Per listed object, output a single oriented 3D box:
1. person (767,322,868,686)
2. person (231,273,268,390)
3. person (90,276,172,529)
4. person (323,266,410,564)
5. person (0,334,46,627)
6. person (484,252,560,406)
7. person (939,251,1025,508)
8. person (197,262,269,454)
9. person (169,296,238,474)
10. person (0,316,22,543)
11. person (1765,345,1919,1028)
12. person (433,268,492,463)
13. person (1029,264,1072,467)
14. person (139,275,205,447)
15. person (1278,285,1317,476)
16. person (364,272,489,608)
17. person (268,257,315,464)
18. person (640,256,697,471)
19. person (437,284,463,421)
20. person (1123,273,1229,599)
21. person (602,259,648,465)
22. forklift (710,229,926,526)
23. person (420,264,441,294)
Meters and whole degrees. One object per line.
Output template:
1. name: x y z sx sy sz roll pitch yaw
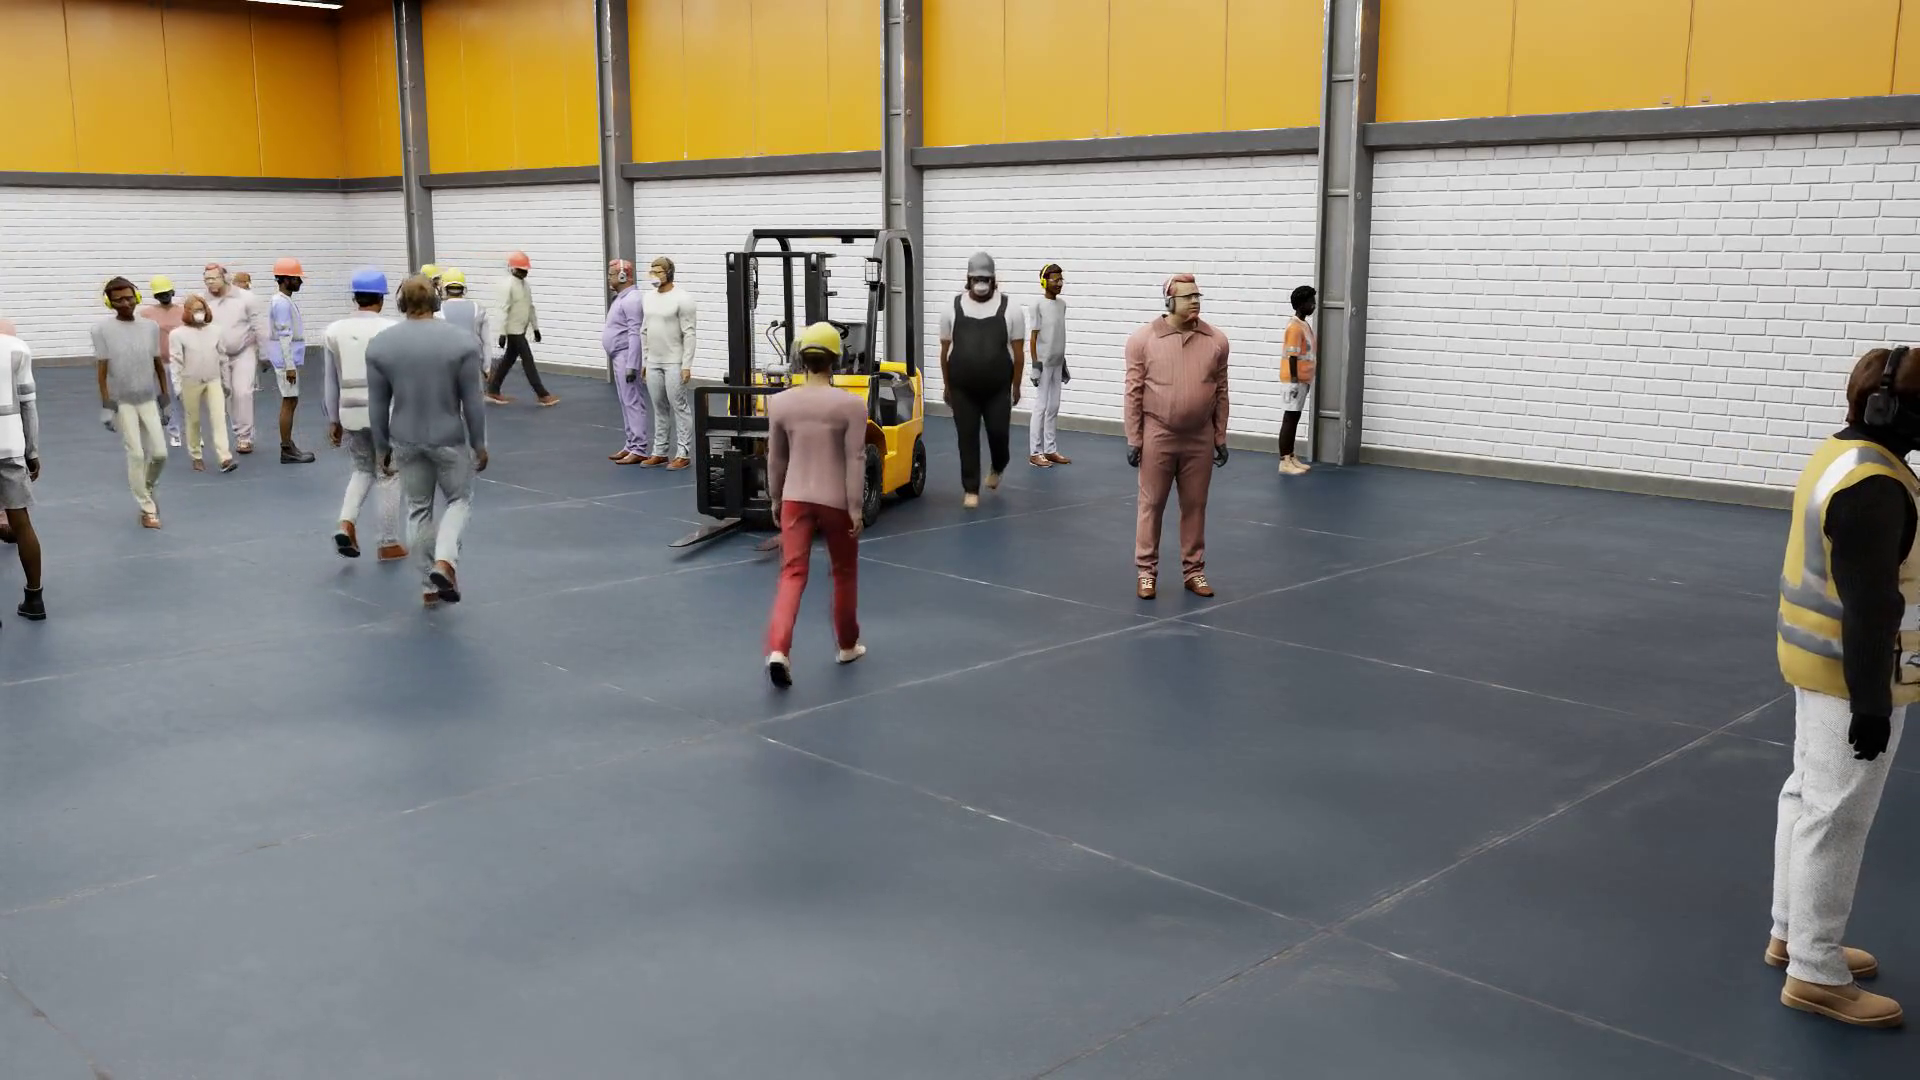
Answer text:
1. person: -0.715 -0.180 7.997 0.531 1.728 0.880 3 11 14
2. person: -9.719 -2.848 22.800 0.557 1.613 0.523 -3 11 -14
3. person: -6.039 -0.999 12.135 0.465 1.845 0.520 9 14 42
4. person: -3.791 -0.792 10.760 0.622 1.934 0.491 2 11 12
5. person: -5.329 -0.487 9.080 0.374 1.935 0.552 8 13 36
6. person: -5.560 -2.635 20.860 1.008 1.924 0.682 1 10 7
7. person: 0.172 -1.296 13.211 0.685 2.000 0.735 1 10 4
8. person: -7.116 -1.748 16.143 0.670 1.864 0.846 -1 10 -5
9. person: -6.770 -1.378 14.873 0.527 1.582 0.859 -9 13 -39
10. person: -6.658 -0.860 11.250 0.668 1.886 0.451 -3 11 -17
11. person: 2.482 0.386 4.587 0.429 1.840 0.630 4 11 20
12. person: -4.679 -1.618 15.537 0.600 1.829 0.404 -6 12 -29
13. person: 0.844 -1.613 15.428 0.314 1.861 0.535 9 13 39
14. person: -7.890 -1.774 16.664 0.533 1.730 0.685 -6 12 -31
15. person: 3.020 -1.425 14.873 0.319 1.690 0.532 4 11 19
16. person: -3.016 -0.544 9.424 0.650 1.926 0.502 -1 10 -6
17. person: -6.278 -1.680 15.630 0.384 1.930 0.541 -3 11 -17
18. person: -2.668 -1.602 15.156 0.627 1.940 0.370 7 13 34
19. person: -5.726 -2.090 18.766 0.514 1.592 0.847 -4 11 -23
20. person: 1.283 -0.605 9.798 0.646 1.913 0.409 -2 11 -10
21. person: -3.142 -1.663 15.582 0.403 1.906 0.651 -4 11 -19
22. forklift: -1.050 -1.319 12.920 1.214 2.155 2.313 2 11 13
23. person: -6.475 -2.536 20.713 0.591 1.777 0.981 -10 14 -43
